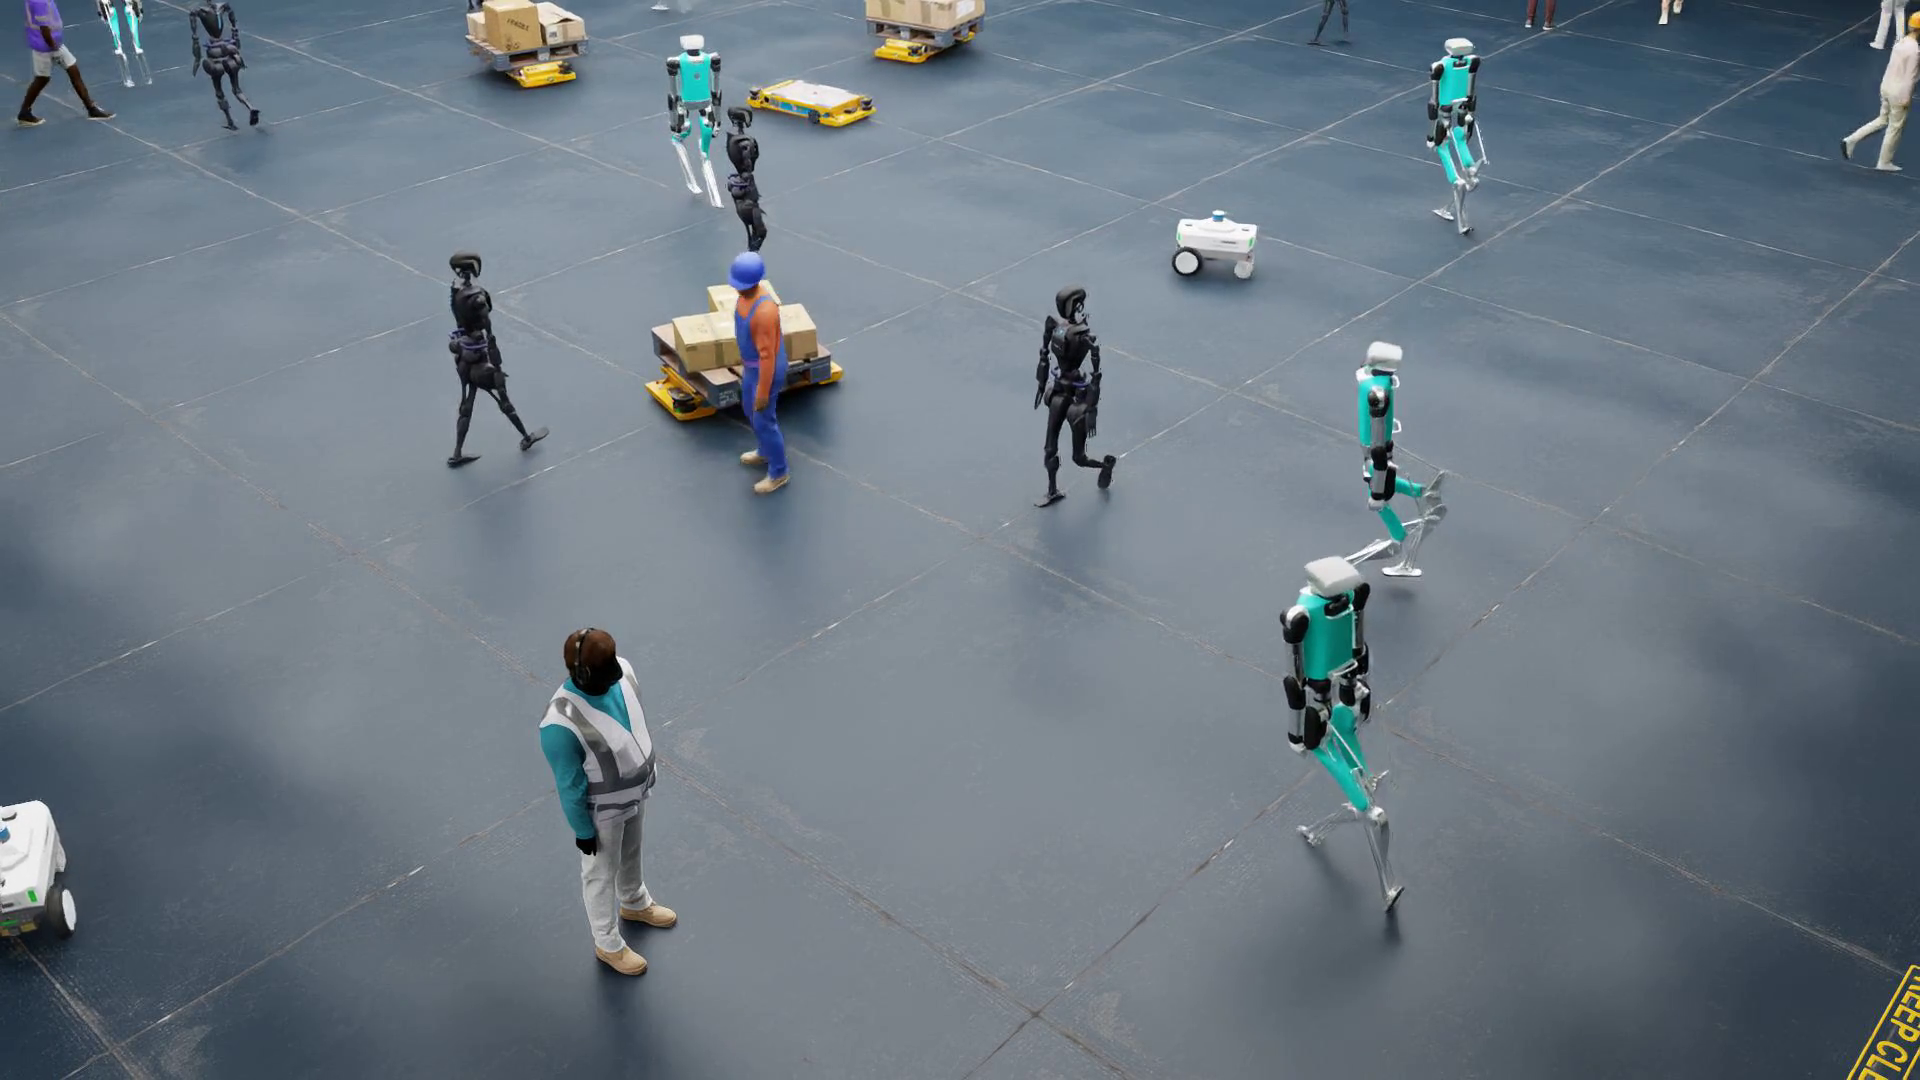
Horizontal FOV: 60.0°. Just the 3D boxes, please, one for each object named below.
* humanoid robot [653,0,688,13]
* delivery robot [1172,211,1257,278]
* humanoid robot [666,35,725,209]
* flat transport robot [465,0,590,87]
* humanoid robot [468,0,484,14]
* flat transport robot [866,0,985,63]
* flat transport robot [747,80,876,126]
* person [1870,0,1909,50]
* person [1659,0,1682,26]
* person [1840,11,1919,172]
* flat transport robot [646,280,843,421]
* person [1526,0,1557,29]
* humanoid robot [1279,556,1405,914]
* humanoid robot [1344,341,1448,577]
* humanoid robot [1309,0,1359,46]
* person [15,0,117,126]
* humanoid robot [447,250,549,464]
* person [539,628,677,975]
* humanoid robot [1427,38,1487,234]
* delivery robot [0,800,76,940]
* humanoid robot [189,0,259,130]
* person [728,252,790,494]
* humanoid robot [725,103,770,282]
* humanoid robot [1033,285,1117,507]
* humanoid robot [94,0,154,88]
[{"bbox_3d":[-4.065,-8.066,22.846,0.783,1.899,0.547,11,34,17],"label":"humanoid robot"},{"bbox_3d":[2.324,-2.720,15.277,0.797,0.608,0.499,7,33,11],"label":"delivery robot"},{"bbox_3d":[-2.655,-4.167,16.484,0.530,1.759,0.921,-13,34,-20],"label":"humanoid robot"},{"bbox_3d":[-5.351,-5.954,20.742,0.659,0.231,1.431,-21,37,-30],"label":"flat transport robot"},{"bbox_3d":[-6.734,-8.058,22.793,0.602,1.641,0.397,-15,35,-23],"label":"humanoid robot"},{"bbox_3d":[-0.458,-6.497,21.616,0.659,0.231,1.431,17,36,26],"label":"flat transport robot"},{"bbox_3d":[-1.739,-5.098,19.364,1.431,0.231,0.659,21,38,30],"label":"flat transport robot"},{"bbox_3d":[12.031,-7.104,21.302,0.527,1.624,0.359,-1,32,-1],"label":"person"},{"bbox_3d":[9.756,-7.957,22.467,0.539,1.852,0.726,12,34,19],"label":"person"},{"bbox_3d":[9.713,-4.660,17.321,0.571,1.680,0.476,0,32,0],"label":"person"},{"bbox_3d":[-1.716,-1.311,13.265,1.431,0.231,0.659,-19,36,-27],"label":"flat transport robot"},{"bbox_3d":[7.881,-7.761,22.187,0.555,1.809,0.377,20,37,28],"label":"person"},{"bbox_3d":[2.007,1.006,8.157,0.561,1.750,1.001,-21,37,-30],"label":"humanoid robot"},{"bbox_3d":[2.751,-0.417,10.429,0.981,1.731,0.538,3,32,5],"label":"humanoid robot"},{"bbox_3d":[4.906,-7.189,21.412,0.651,1.630,0.610,11,34,17],"label":"humanoid robot"},{"bbox_3d":[-10.267,-5.578,18.604,1.001,1.902,0.611,-8,33,-12],"label":"person"},{"bbox_3d":[-3.464,-1.349,12.029,0.769,1.630,0.600,-23,39,-33],"label":"humanoid robot"},{"bbox_3d":[-1.617,1.191,7.744,0.429,1.846,0.624,10,33,16],"label":"person"},{"bbox_3d":[4.839,-3.801,15.980,0.556,1.877,0.797,-13,34,-20],"label":"humanoid robot"},{"bbox_3d":[-4.687,1.637,8.217,0.499,0.563,0.738,-11,33,-17],"label":"delivery robot"},{"bbox_3d":[-8.202,-5.363,18.463,0.475,1.646,0.593,21,38,30],"label":"humanoid robot"},{"bbox_3d":[-1.414,-1.177,11.538,0.415,1.863,0.665,-12,34,-19],"label":"person"},{"bbox_3d":[-1.878,-3.049,14.719,0.334,1.648,0.593,-8,33,-13],"label":"humanoid robot"},{"bbox_3d":[0.801,-1.025,11.481,0.610,1.632,0.610,-24,39,-34],"label":"humanoid robot"},{"bbox_3d":[-10.045,-6.289,19.905,0.531,1.797,0.694,-13,34,-20],"label":"humanoid robot"}]
